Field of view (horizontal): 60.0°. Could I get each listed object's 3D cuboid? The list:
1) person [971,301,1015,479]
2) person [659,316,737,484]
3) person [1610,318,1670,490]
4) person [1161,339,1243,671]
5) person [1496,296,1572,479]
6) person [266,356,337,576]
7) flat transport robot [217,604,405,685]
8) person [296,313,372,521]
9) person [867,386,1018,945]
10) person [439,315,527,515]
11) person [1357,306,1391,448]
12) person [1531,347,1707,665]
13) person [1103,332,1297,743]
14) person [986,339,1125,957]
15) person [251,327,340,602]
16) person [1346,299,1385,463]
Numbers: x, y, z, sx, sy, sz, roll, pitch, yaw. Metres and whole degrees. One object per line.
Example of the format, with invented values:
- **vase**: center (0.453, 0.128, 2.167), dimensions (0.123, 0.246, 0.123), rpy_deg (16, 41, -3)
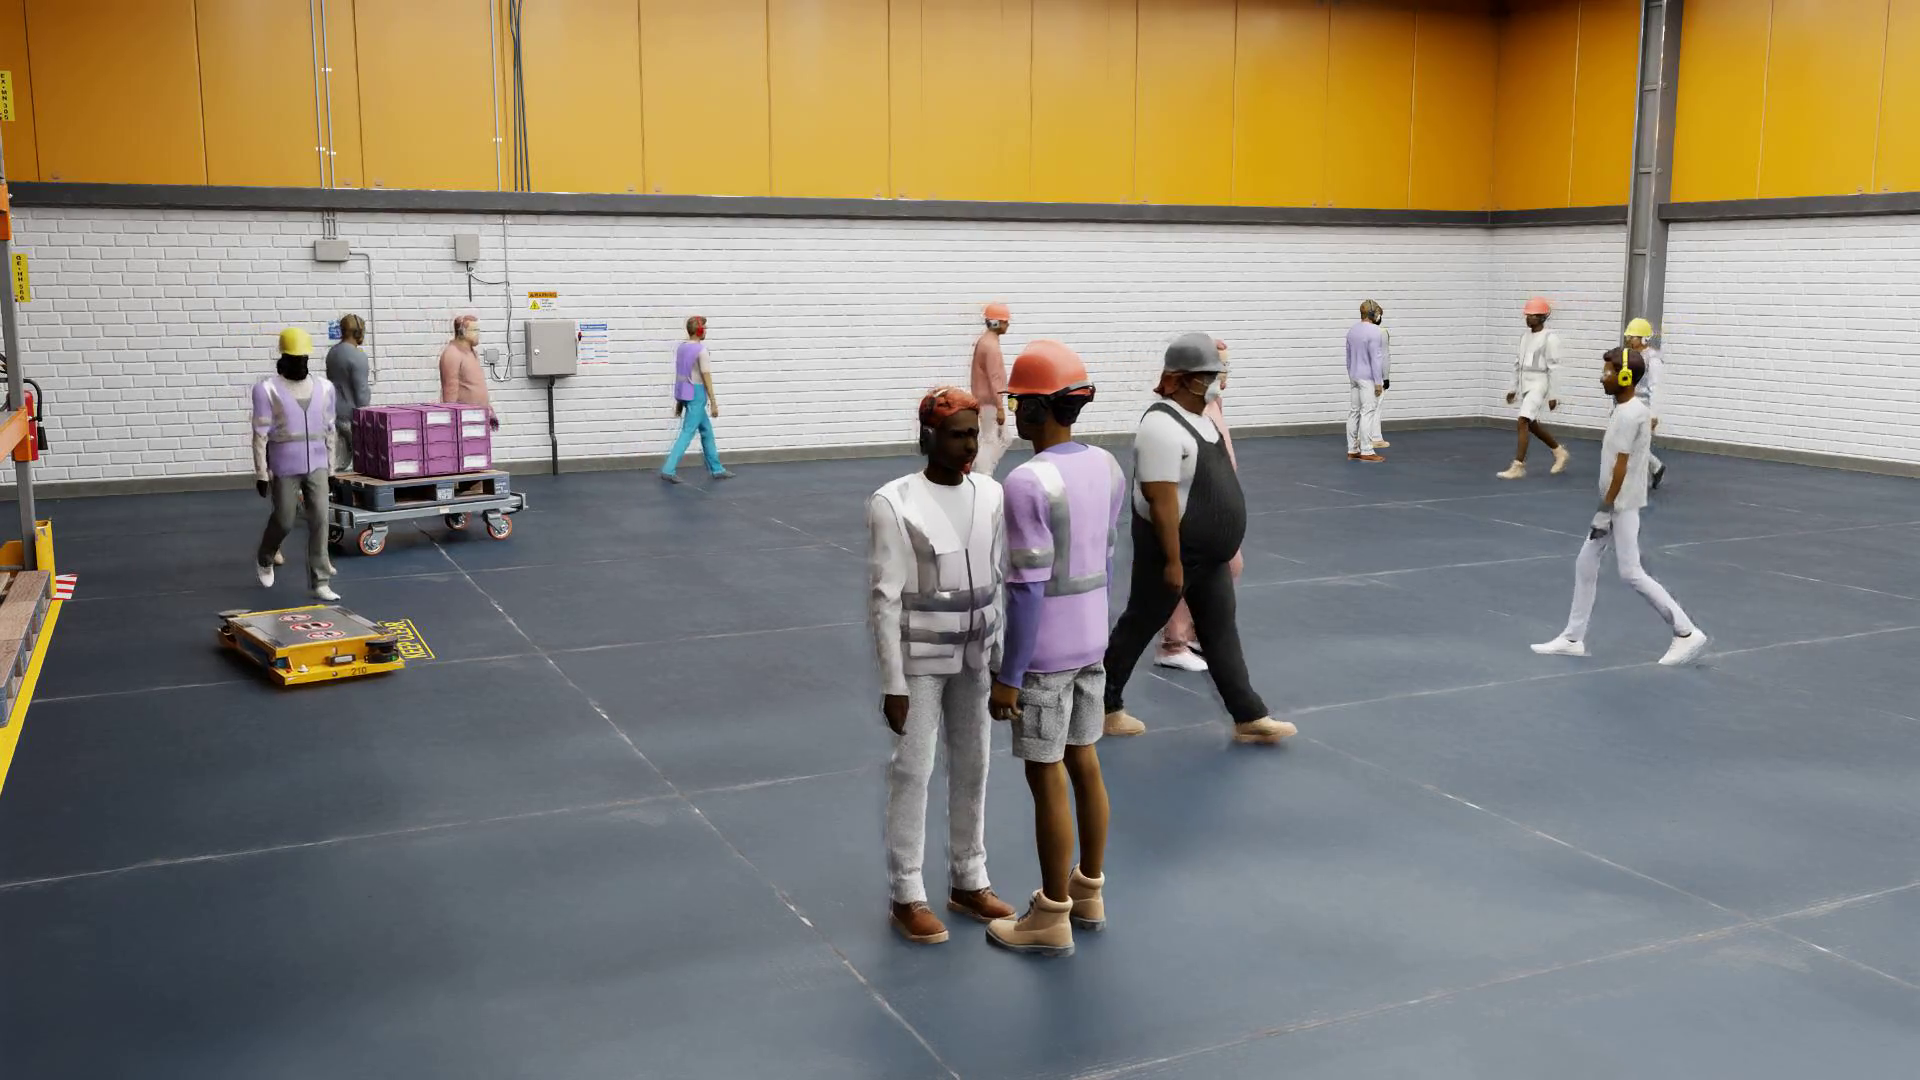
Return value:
- **person**: center (0.326, -1.351, 16.352), dimensions (0.462, 1.974, 0.661), rpy_deg (-1, 9, -5)
- **person**: center (-2.867, -1.509, 17.899), dimensions (0.952, 1.804, 0.581), rpy_deg (-6, 11, -34)
- **person**: center (6.926, -1.358, 16.932), dimensions (0.766, 1.805, 0.590), rpy_deg (-1, 9, -8)
- **person**: center (1.399, -0.186, 9.390), dimensions (0.560, 1.888, 0.682), rpy_deg (3, 10, 16)
- **person**: center (6.365, -1.670, 18.265), dimensions (0.952, 2.011, 0.610), rpy_deg (-2, 9, -13)
- **person**: center (-5.030, -0.578, 12.527), dimensions (0.798, 1.667, 0.538), rpy_deg (8, 12, 41)
- **flat transport robot**: center (-3.794, 0.580, 9.661), dimensions (0.652, 0.197, 1.431), rpy_deg (-7, 11, -37)
- **person**: center (-5.585, -1.082, 14.960), dimensions (0.870, 1.908, 0.636), rpy_deg (-8, 12, -41)
- **person**: center (-0.027, 0.431, 5.631), dimensions (0.603, 1.881, 0.466), rpy_deg (-8, 12, -40)
- **person**: center (-4.453, -1.139, 15.374), dimensions (0.945, 1.861, 0.667), rpy_deg (0, 9, -1)
- **person**: center (5.325, -2.114, 21.517), dimensions (0.429, 1.844, 0.627), rpy_deg (-6, 11, -34)
- **person**: center (3.867, -0.192, 9.623), dimensions (0.901, 1.833, 0.513), rpy_deg (2, 9, 14)
- **person**: center (1.069, -0.026, 7.947), dimensions (1.050, 2.000, 0.693), rpy_deg (5, 10, 28)
- **person**: center (0.295, 0.360, 5.539), dimensions (0.382, 2.045, 0.605), rpy_deg (6, 11, 34)
- **person**: center (-4.646, -0.534, 11.565), dimensions (0.814, 1.899, 0.596), rpy_deg (8, 12, 42)
- **person**: center (4.839, -1.893, 19.845), dimensions (0.372, 1.940, 0.627), rpy_deg (-3, 10, -20)
